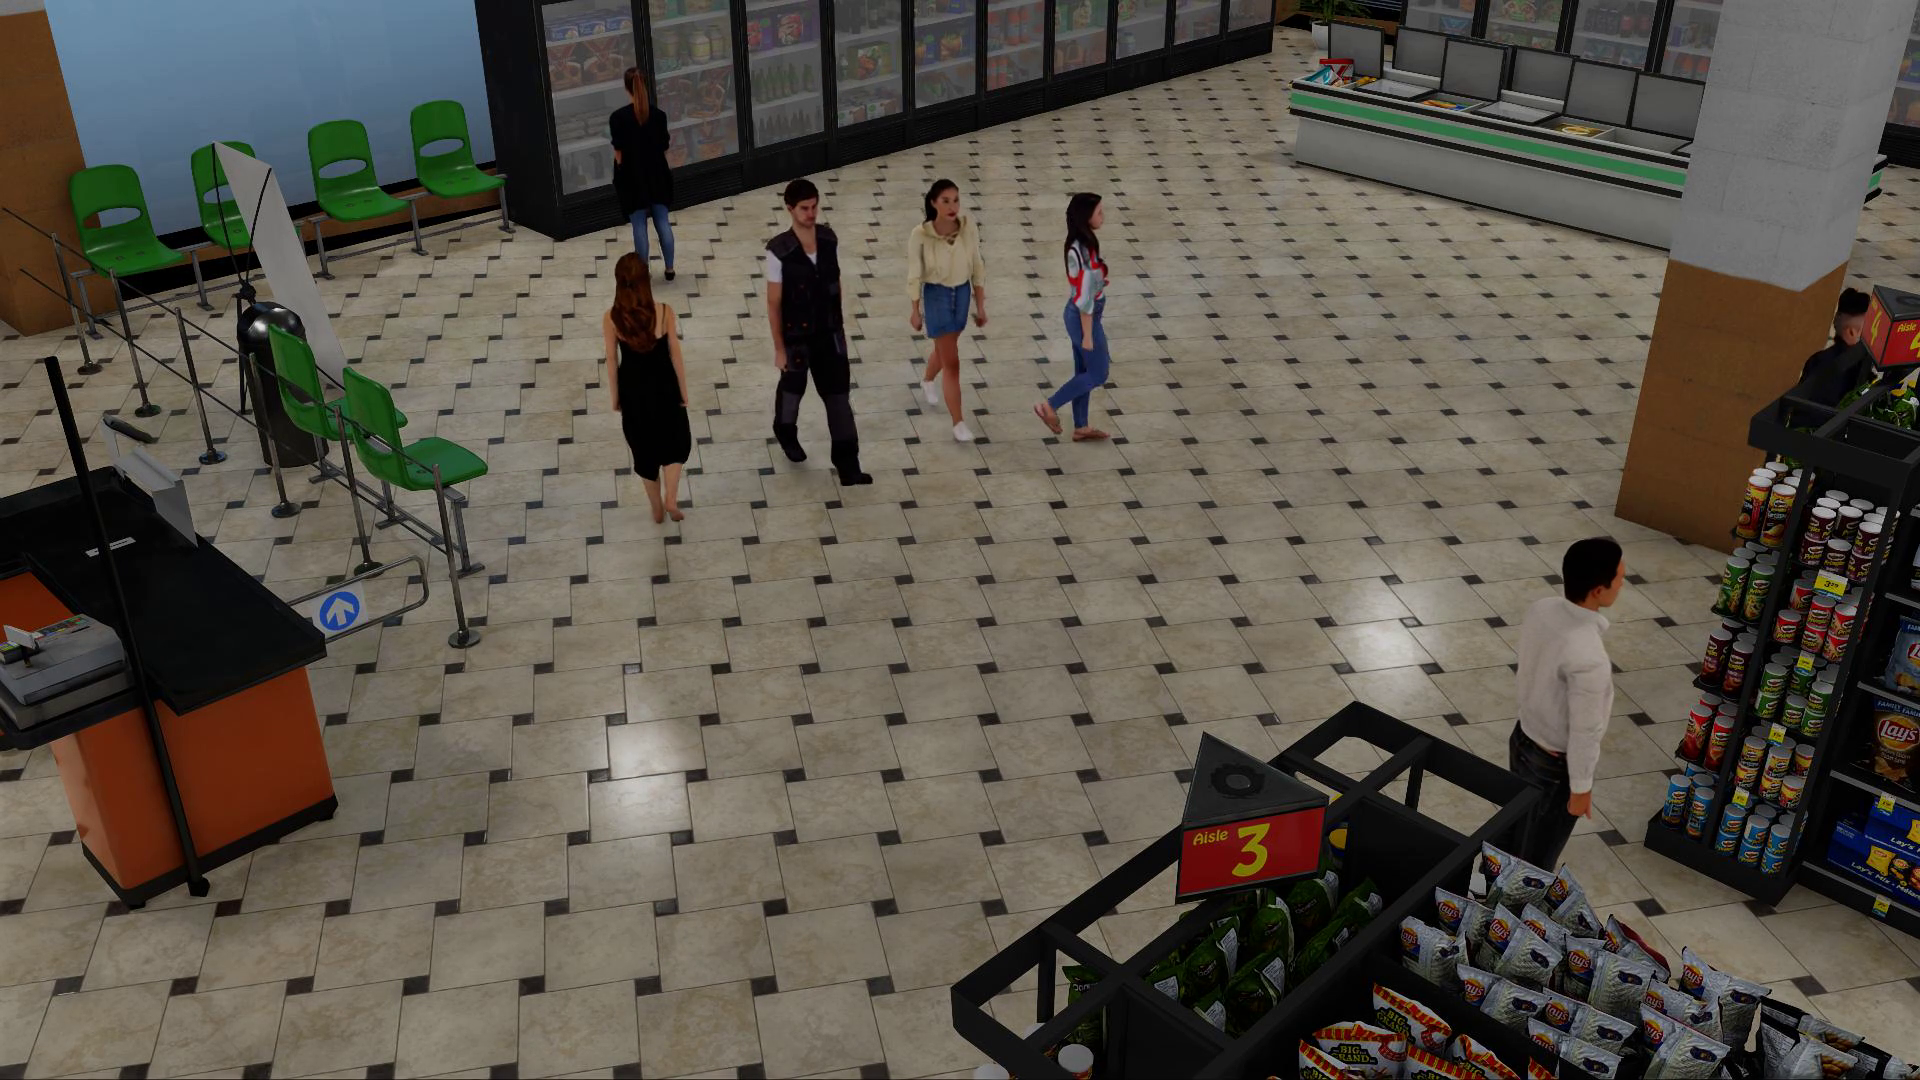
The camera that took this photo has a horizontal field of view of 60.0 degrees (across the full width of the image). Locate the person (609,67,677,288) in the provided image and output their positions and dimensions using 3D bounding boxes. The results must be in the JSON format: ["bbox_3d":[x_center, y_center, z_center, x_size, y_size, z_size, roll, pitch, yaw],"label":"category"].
[{"bbox_3d":[-2.422,-2.776,12.771,0.709,1.683,0.697,-11,31,-20],"label":"person"}]

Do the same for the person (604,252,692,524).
[{"bbox_3d":[-1.715,-0.770,9.168,0.788,1.614,0.869,-4,29,-7],"label":"person"}]

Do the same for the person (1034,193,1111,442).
[{"bbox_3d":[0.689,-1.338,10.217,0.869,1.606,0.812,-1,29,-2],"label":"person"}]

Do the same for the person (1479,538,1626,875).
[{"bbox_3d":[2.144,0.800,6.087,0.791,1.811,0.715,-2,29,-3],"label":"person"}]

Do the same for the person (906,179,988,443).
[{"bbox_3d":[-0.107,-1.485,10.497,0.891,1.596,1.204,-13,31,-22],"label":"person"}]

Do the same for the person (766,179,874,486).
[{"bbox_3d":[-0.942,-1.218,9.795,0.859,1.799,1.238,-17,33,-28],"label":"person"}]

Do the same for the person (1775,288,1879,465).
[{"bbox_3d":[4.121,-0.356,8.163,0.789,1.850,0.789,22,36,35],"label":"person"}]
